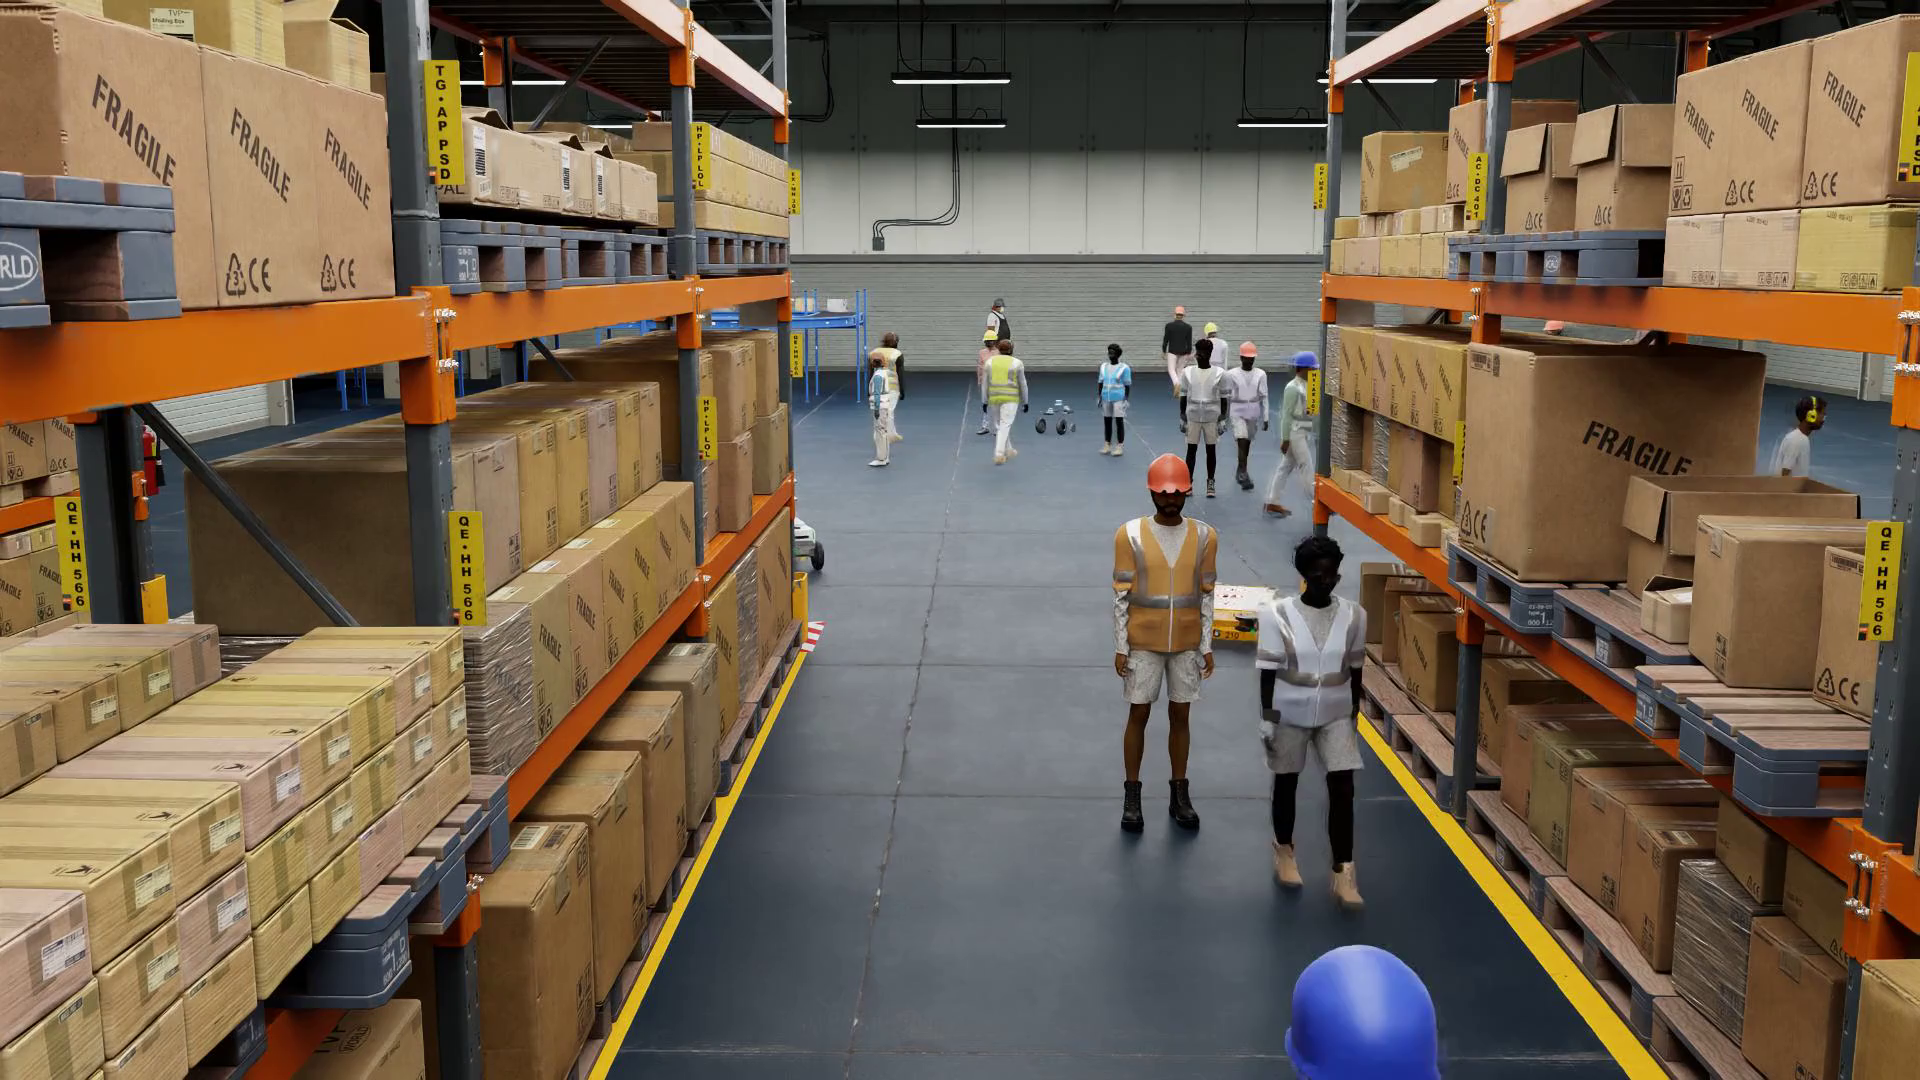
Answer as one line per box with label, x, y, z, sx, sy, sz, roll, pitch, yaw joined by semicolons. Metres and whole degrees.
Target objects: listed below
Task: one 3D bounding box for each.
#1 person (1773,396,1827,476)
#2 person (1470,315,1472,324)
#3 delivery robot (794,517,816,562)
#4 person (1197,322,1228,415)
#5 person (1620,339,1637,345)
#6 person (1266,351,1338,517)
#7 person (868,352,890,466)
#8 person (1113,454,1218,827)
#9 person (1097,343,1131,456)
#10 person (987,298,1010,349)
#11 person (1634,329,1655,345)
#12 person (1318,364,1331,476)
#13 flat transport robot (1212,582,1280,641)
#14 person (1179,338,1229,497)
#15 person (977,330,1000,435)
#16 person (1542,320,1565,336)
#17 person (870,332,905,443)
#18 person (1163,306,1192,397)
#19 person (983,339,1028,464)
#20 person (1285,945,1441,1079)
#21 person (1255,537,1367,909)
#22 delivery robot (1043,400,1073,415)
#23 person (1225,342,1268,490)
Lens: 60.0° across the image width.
person;6.795;-0.298;13.832;0.860;1.823;0.567;4;10;24
person;12.461;-4.638;40.318;0.313;1.642;0.513;-1;10;-6
delivery robot;-1.633;-0.051;15.928;0.477;0.478;0.707;-4;10;-21
person;4.617;-3.067;30.389;0.604;1.815;0.641;-2;10;-12
person;9.211;-1.842;22.964;0.326;1.843;0.515;8;13;41
person;3.931;-1.186;18.843;0.985;1.893;0.624;5;11;25
person;-1.152;-1.877;23.808;0.311;1.634;0.519;1;10;6
person;1.055;0.518;8.550;0.542;1.938;0.357;-1;10;-6
person;2.320;-2.130;25.136;0.538;1.697;0.318;7;12;35
person;0.964;-4.858;40.570;0.535;2.000;0.674;4;10;23
person;16.593;-4.672;40.278;0.906;1.713;0.552;-9;13;-44
person;5.184;-1.855;22.858;0.648;1.907;0.409;-9;13;-44
flat transport robot;2.172;0.560;13.406;0.652;0.197;1.431;3;10;17
person;3.026;-1.525;20.707;0.608;1.963;0.371;3;10;16
person;0.525;-2.655;28.076;0.531;1.765;0.327;6;11;30
person;9.516;-2.533;26.574;0.518;2.030;0.607;-1;10;-9
person;-1.167;-2.431;26.669;0.633;1.797;0.941;6;11;33
person;4.721;-4.075;35.978;0.621;1.969;0.771;-1;10;-8
person;0.670;-2.035;24.294;0.654;1.792;0.979;5;11;26
person;0.585;1.559;2.479;0.617;1.900;1.009;-2;10;-10
person;1.603;0.827;7.506;0.538;1.674;0.737;0;9;-3
delivery robot;1.684;-2.280;28.517;0.335;0.223;0.698;6;12;34
person;3.706;-1.630;21.600;0.557;1.886;1.034;-1;10;-6
